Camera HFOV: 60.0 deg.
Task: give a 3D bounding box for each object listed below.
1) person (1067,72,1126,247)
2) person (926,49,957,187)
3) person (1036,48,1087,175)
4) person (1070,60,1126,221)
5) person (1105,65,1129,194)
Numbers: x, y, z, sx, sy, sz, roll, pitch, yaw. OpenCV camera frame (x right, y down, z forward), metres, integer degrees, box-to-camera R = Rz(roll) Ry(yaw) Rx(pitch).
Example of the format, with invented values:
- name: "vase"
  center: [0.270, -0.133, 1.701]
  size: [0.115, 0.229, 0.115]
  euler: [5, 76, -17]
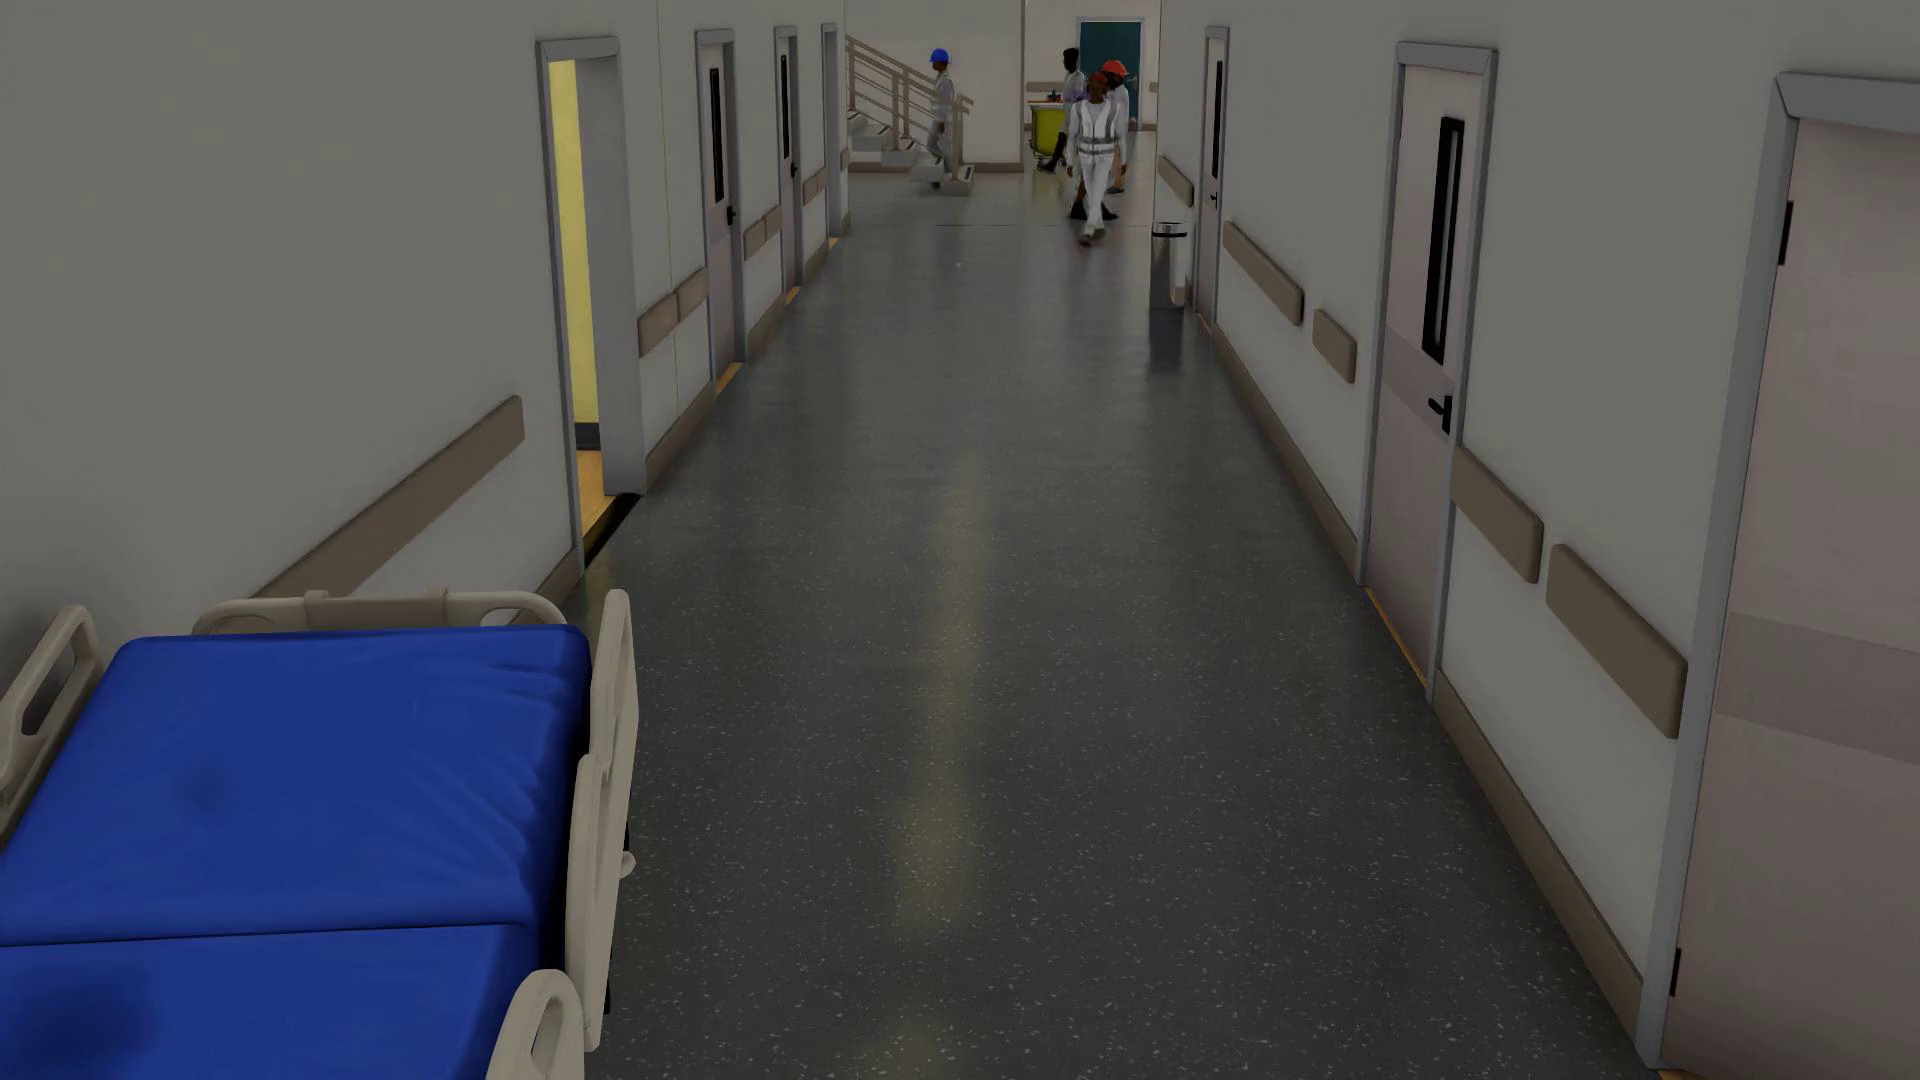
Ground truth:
- name: "person"
  center: [1.463, -4.093, 17.920]
  size: [0.598, 1.829, 0.992]
  euler: [6, 19, 18]
- name: "person"
  center: [-0.262, -6.047, 23.870]
  size: [0.442, 1.933, 0.638]
  euler: [-4, 18, -12]
- name: "person"
  center: [1.726, -6.561, 25.534]
  size: [1.034, 1.907, 0.630]
  euler: [-7, 19, -21]
- name: "person"
  center: [1.667, -4.781, 19.956]
  size: [0.773, 1.885, 0.560]
  euler: [8, 19, 23]
- name: "person"
  center: [2.162, -5.681, 23.037]
  size: [0.355, 1.756, 0.575]
  euler: [3, 18, 8]
